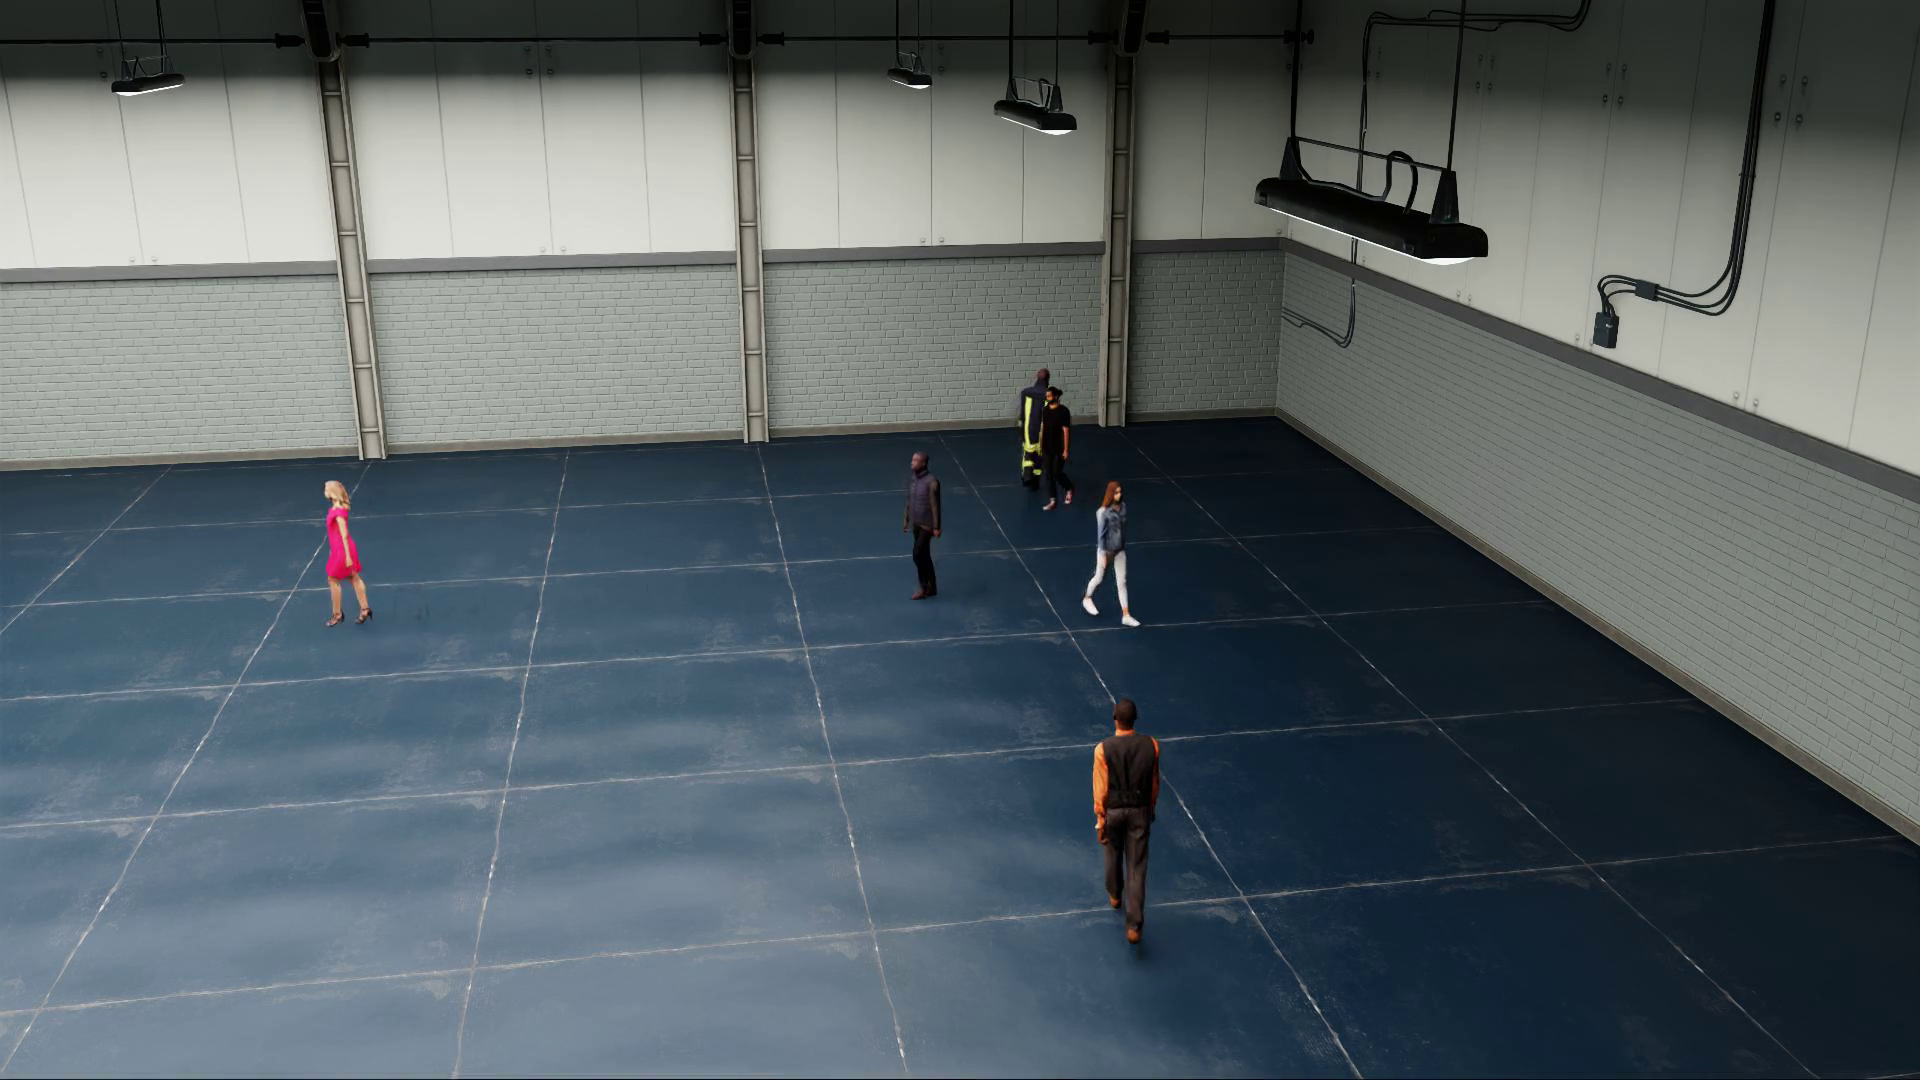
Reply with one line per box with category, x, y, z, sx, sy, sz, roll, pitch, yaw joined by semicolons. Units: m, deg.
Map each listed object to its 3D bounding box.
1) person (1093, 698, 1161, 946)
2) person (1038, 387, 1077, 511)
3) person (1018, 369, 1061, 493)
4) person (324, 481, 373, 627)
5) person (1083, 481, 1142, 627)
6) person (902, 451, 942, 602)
person;1.288;2.151;12.581;1.276;1.865;0.907;0;18;0
person;1.380;-1.299;23.375;0.861;1.740;0.931;14;23;36
person;1.113;-1.578;24.129;0.922;1.805;0.991;4;18;11
person;-6.939;0.145;18.994;0.760;1.707;0.621;-5;19;-16
person;1.671;0.137;19.098;1.160;1.659;1.028;-13;22;-35
person;-0.354;-0.186;19.824;0.836;1.822;0.847;-12;21;-32
